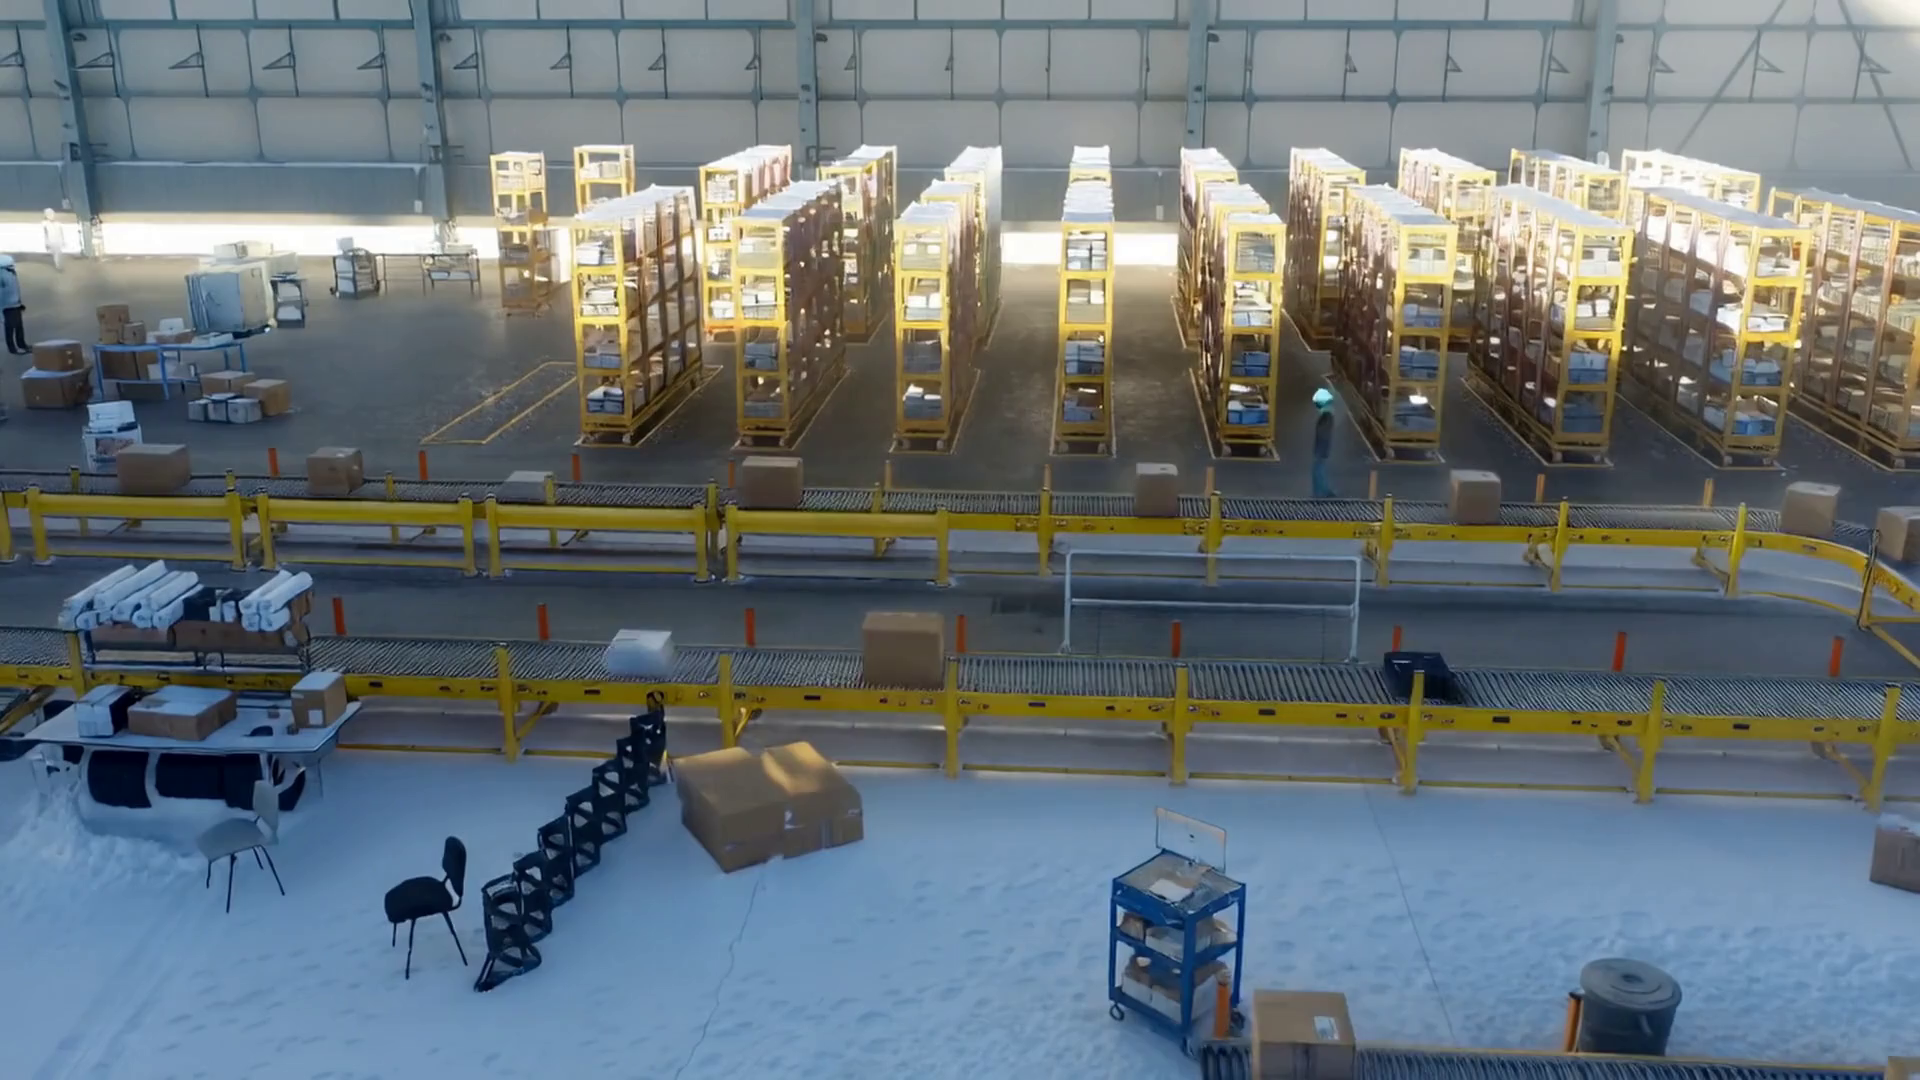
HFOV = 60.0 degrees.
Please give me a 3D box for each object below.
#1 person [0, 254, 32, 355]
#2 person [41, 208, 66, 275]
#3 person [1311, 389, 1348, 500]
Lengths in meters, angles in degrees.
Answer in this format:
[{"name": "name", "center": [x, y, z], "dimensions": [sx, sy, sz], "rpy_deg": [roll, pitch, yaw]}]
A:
[{"name": "person", "center": [-18.938, -4.705, 33.227], "dimensions": [0.378, 1.994, 0.612], "rpy_deg": [3, 18, 9]}, {"name": "person", "center": [-23.699, -7.801, 43.467], "dimensions": [0.489, 1.733, 0.578], "rpy_deg": [8, 19, 24]}, {"name": "person", "center": [4.932, -1.173, 22.415], "dimensions": [0.583, 1.745, 0.534], "rpy_deg": [6, 18, 17]}]
